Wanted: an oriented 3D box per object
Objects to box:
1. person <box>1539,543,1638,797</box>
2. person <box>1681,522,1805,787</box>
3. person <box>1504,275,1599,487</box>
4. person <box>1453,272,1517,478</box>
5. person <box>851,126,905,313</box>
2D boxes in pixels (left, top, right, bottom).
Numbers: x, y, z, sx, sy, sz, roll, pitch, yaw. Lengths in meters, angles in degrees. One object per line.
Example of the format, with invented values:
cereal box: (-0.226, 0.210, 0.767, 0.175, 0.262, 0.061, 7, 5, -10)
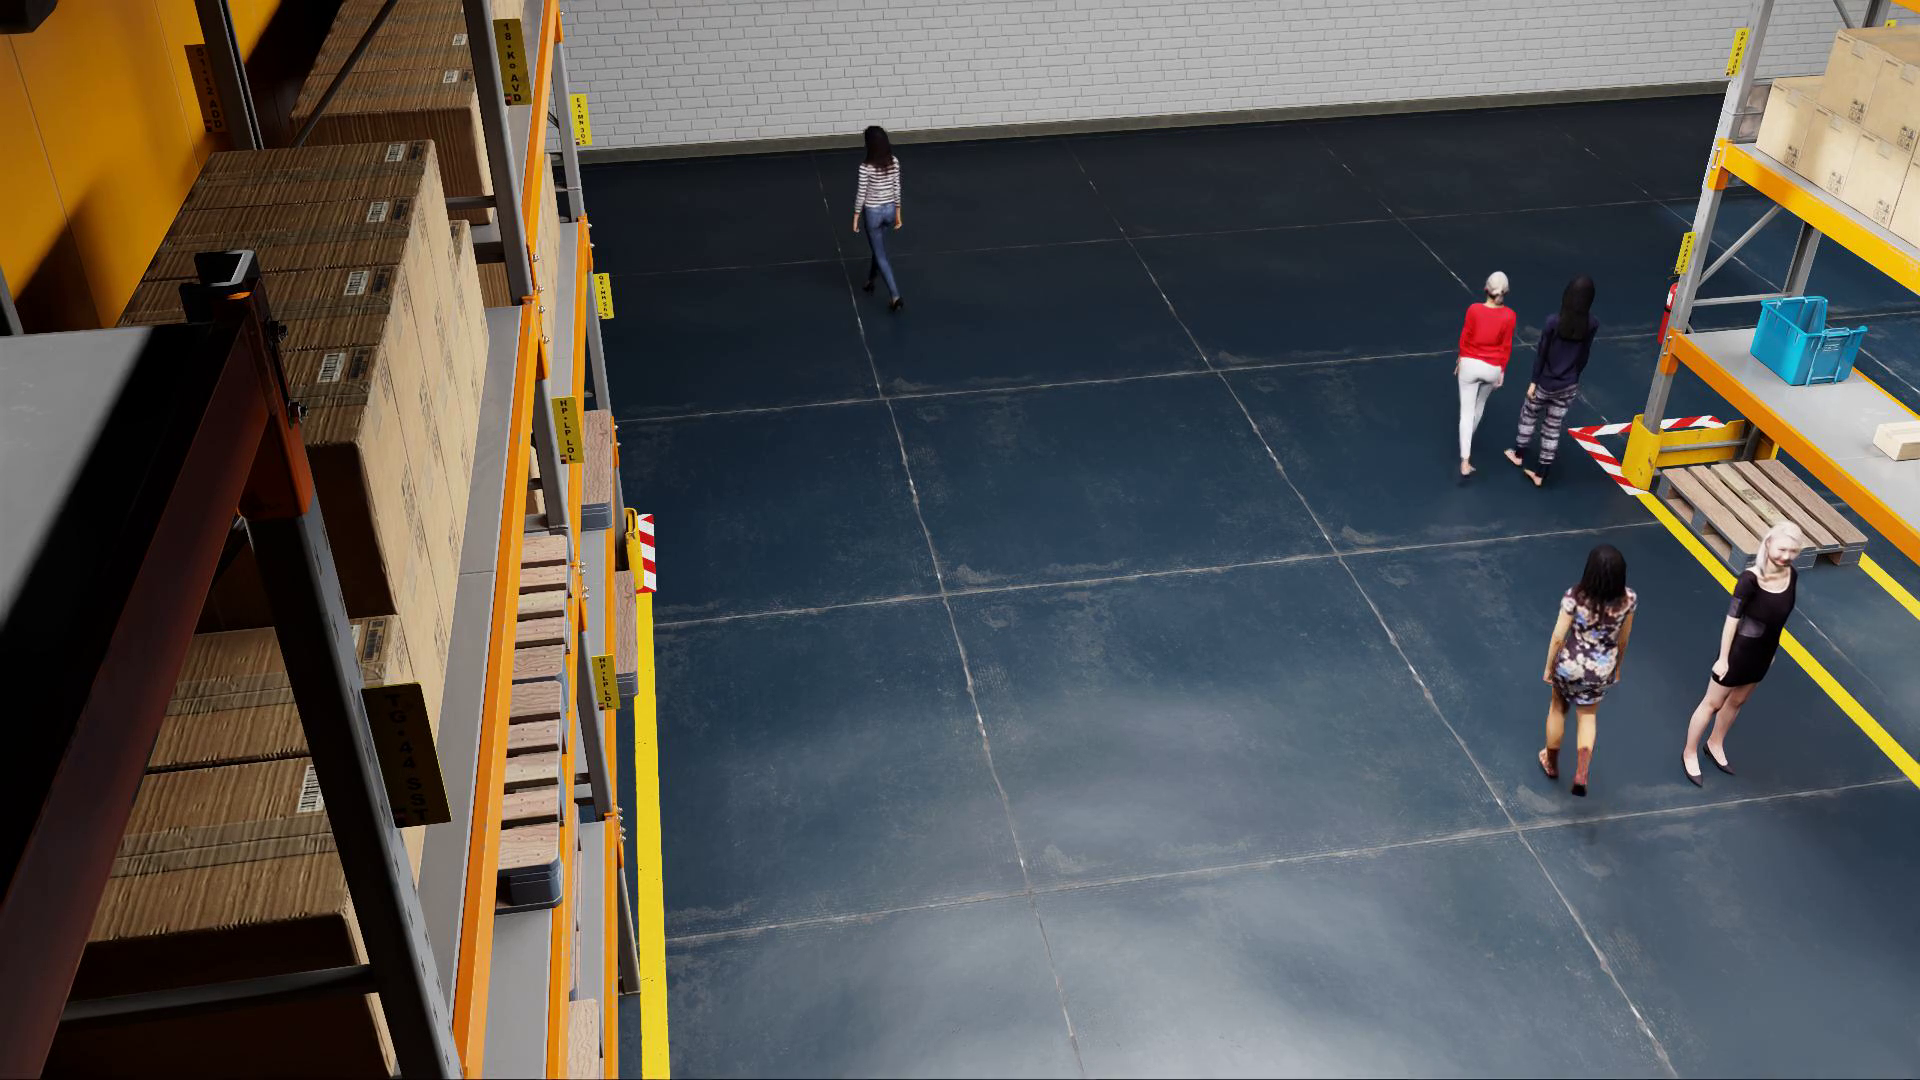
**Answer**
person: (3.718, 0.820, 9.869, 0.756, 1.718, 0.917, 4, 34, 6)
person: (4.713, 0.675, 9.986, 0.627, 1.830, 0.565, -12, 36, -18)
person: (4.658, -1.186, 12.899, 0.659, 1.704, 0.794, -4, 34, -6)
person: (4.079, -1.273, 13.064, 0.818, 1.666, 1.124, 10, 35, 15)
person: (-0.719, -2.943, 15.490, 0.886, 1.761, 1.062, -23, 40, -31)
